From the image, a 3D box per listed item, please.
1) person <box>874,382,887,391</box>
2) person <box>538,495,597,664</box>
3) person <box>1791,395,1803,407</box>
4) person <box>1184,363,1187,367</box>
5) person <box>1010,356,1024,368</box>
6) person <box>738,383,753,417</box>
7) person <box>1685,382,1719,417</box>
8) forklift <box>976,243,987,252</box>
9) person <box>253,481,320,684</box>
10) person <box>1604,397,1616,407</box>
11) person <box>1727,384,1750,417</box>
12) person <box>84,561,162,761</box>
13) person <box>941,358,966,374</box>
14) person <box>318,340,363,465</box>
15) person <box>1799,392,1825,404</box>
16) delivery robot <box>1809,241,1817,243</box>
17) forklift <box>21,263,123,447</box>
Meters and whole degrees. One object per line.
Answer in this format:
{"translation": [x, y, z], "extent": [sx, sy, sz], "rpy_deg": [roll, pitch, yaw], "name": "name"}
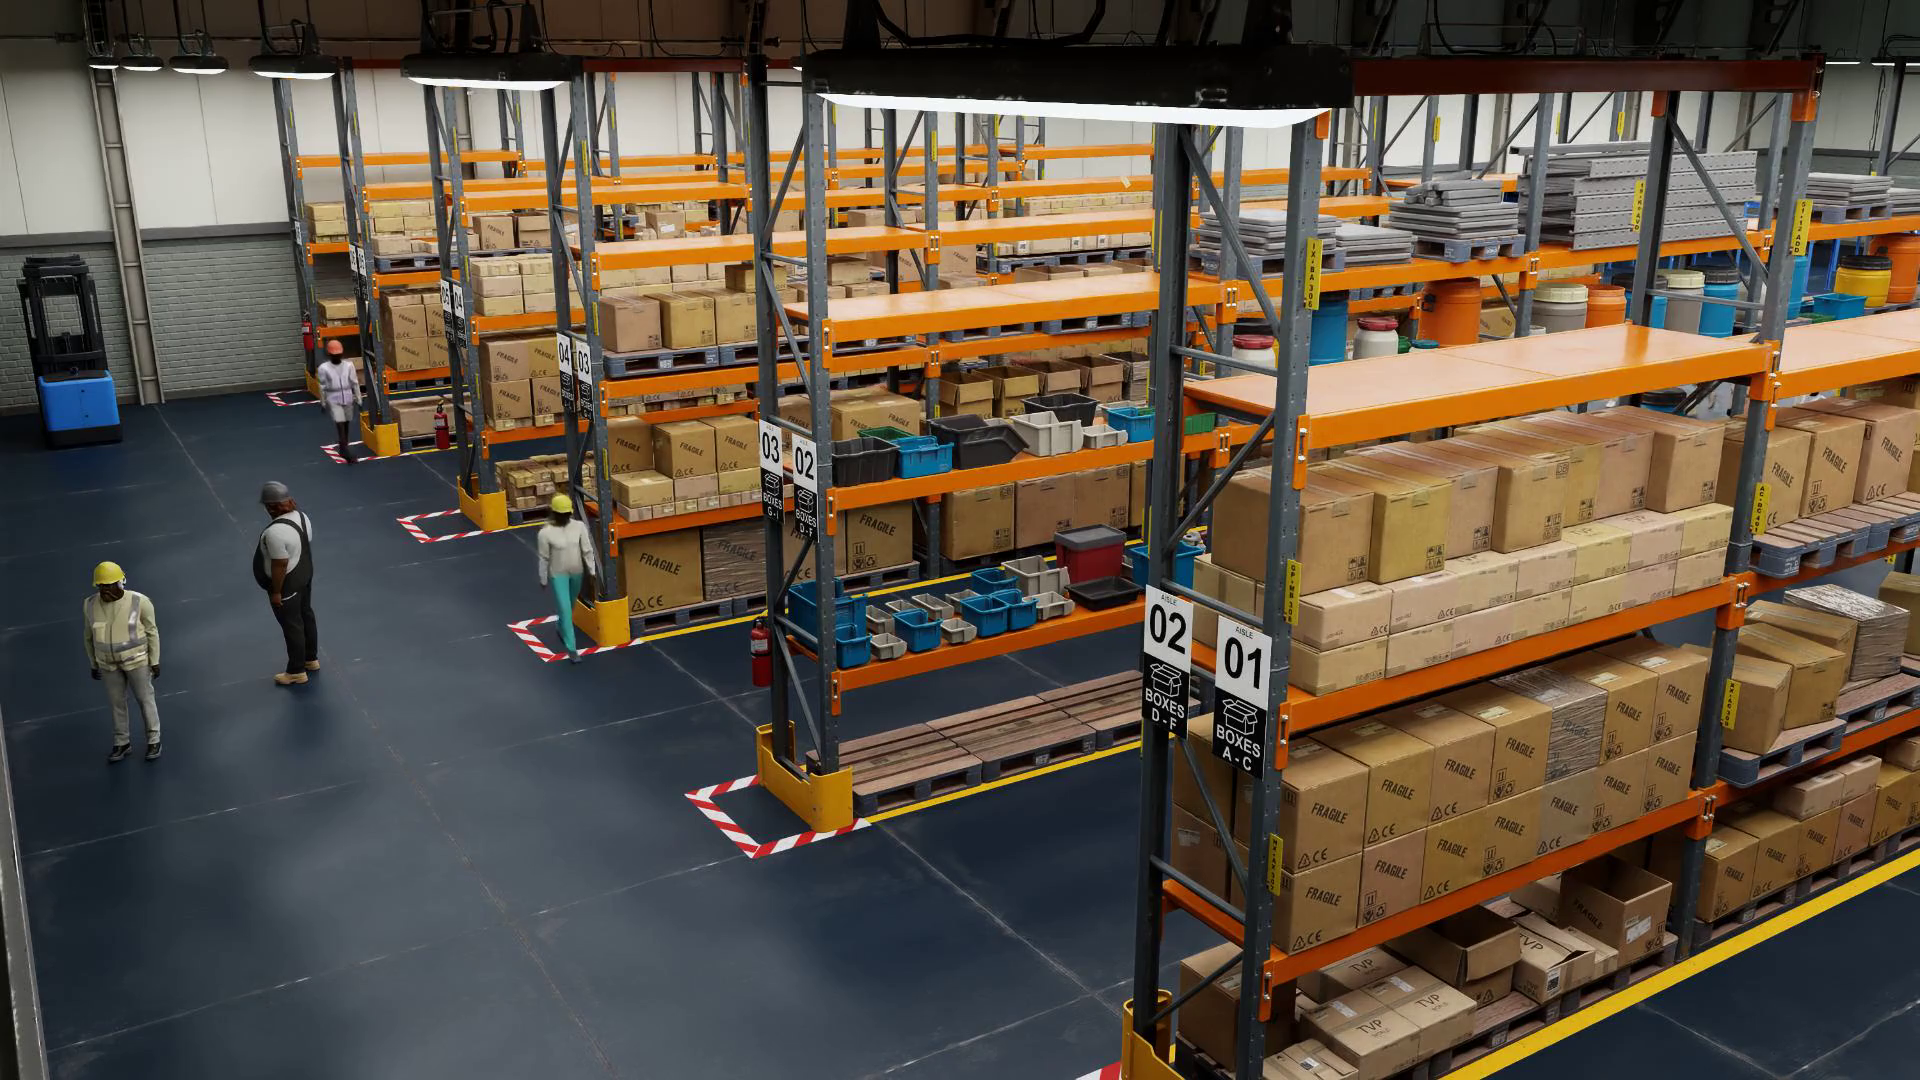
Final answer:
{"translation": [-1.126, -1.031, 20.373], "extent": [0.627, 2.028, 0.620], "rpy_deg": [-9, 19, -28], "name": "person"}
{"translation": [-4.088, 0.343, 16.390], "extent": [0.523, 1.715, 0.934], "rpy_deg": [-13, 21, -37], "name": "person"}
{"translation": [14.544, -2.973, 27.073], "extent": [0.456, 1.842, 0.654], "rpy_deg": [-5, 18, -15], "name": "person"}
{"translation": [3.207, -2.017, 23.734], "extent": [0.402, 1.943, 0.605], "rpy_deg": [10, 20, 29], "name": "person"}
{"translation": [0.822, -1.757, 23.009], "extent": [0.442, 1.869, 0.580], "rpy_deg": [-14, 22, -38], "name": "person"}
{"translation": [-3.192, -2.266, 24.766], "extent": [0.865, 1.804, 0.637], "rpy_deg": [-12, 21, -34], "name": "person"}
{"translation": [12.978, -3.163, 27.389], "extent": [0.834, 2.019, 0.615], "rpy_deg": [-7, 18, -23], "name": "person"}
{"translation": [0.988, -5.474, 34.718], "extent": [1.214, 2.155, 2.313], "rpy_deg": [-10, 20, -31], "name": "forklift"}
{"translation": [-6.708, 0.418, 15.659], "extent": [0.538, 2.000, 0.684], "rpy_deg": [0, 17, 1], "name": "person"}
{"translation": [11.698, -3.301, 28.110], "extent": [0.523, 1.857, 0.458], "rpy_deg": [15, 23, 41], "name": "person"}
{"translation": [11.705, -1.988, 23.668], "extent": [0.382, 1.924, 0.594], "rpy_deg": [-2, 17, -7], "name": "person"}
{"translation": [-7.338, 1.056, 13.844], "extent": [0.596, 1.831, 0.403], "rpy_deg": [-2, 17, -6], "name": "person"}
{"translation": [-0.055, -1.994, 23.600], "extent": [0.430, 1.978, 0.621], "rpy_deg": [-9, 19, -28], "name": "person"}
{"translation": [-9.487, -2.133, 24.218], "extent": [0.563, 1.886, 0.986], "rpy_deg": [-13, 21, -36], "name": "person"}
{"translation": [12.152, -1.548, 22.613], "extent": [0.321, 1.697, 0.530], "rpy_deg": [-2, 17, -5], "name": "person"}
{"translation": [28.654, -10.169, 52.721], "extent": [0.707, 0.478, 0.477], "rpy_deg": [-13, 21, -35], "name": "delivery robot"}
{"translation": [-14.518, -3.079, 25.708], "extent": [1.129, 2.768, 1.873], "rpy_deg": [-10, 20, -31], "name": "forklift"}
